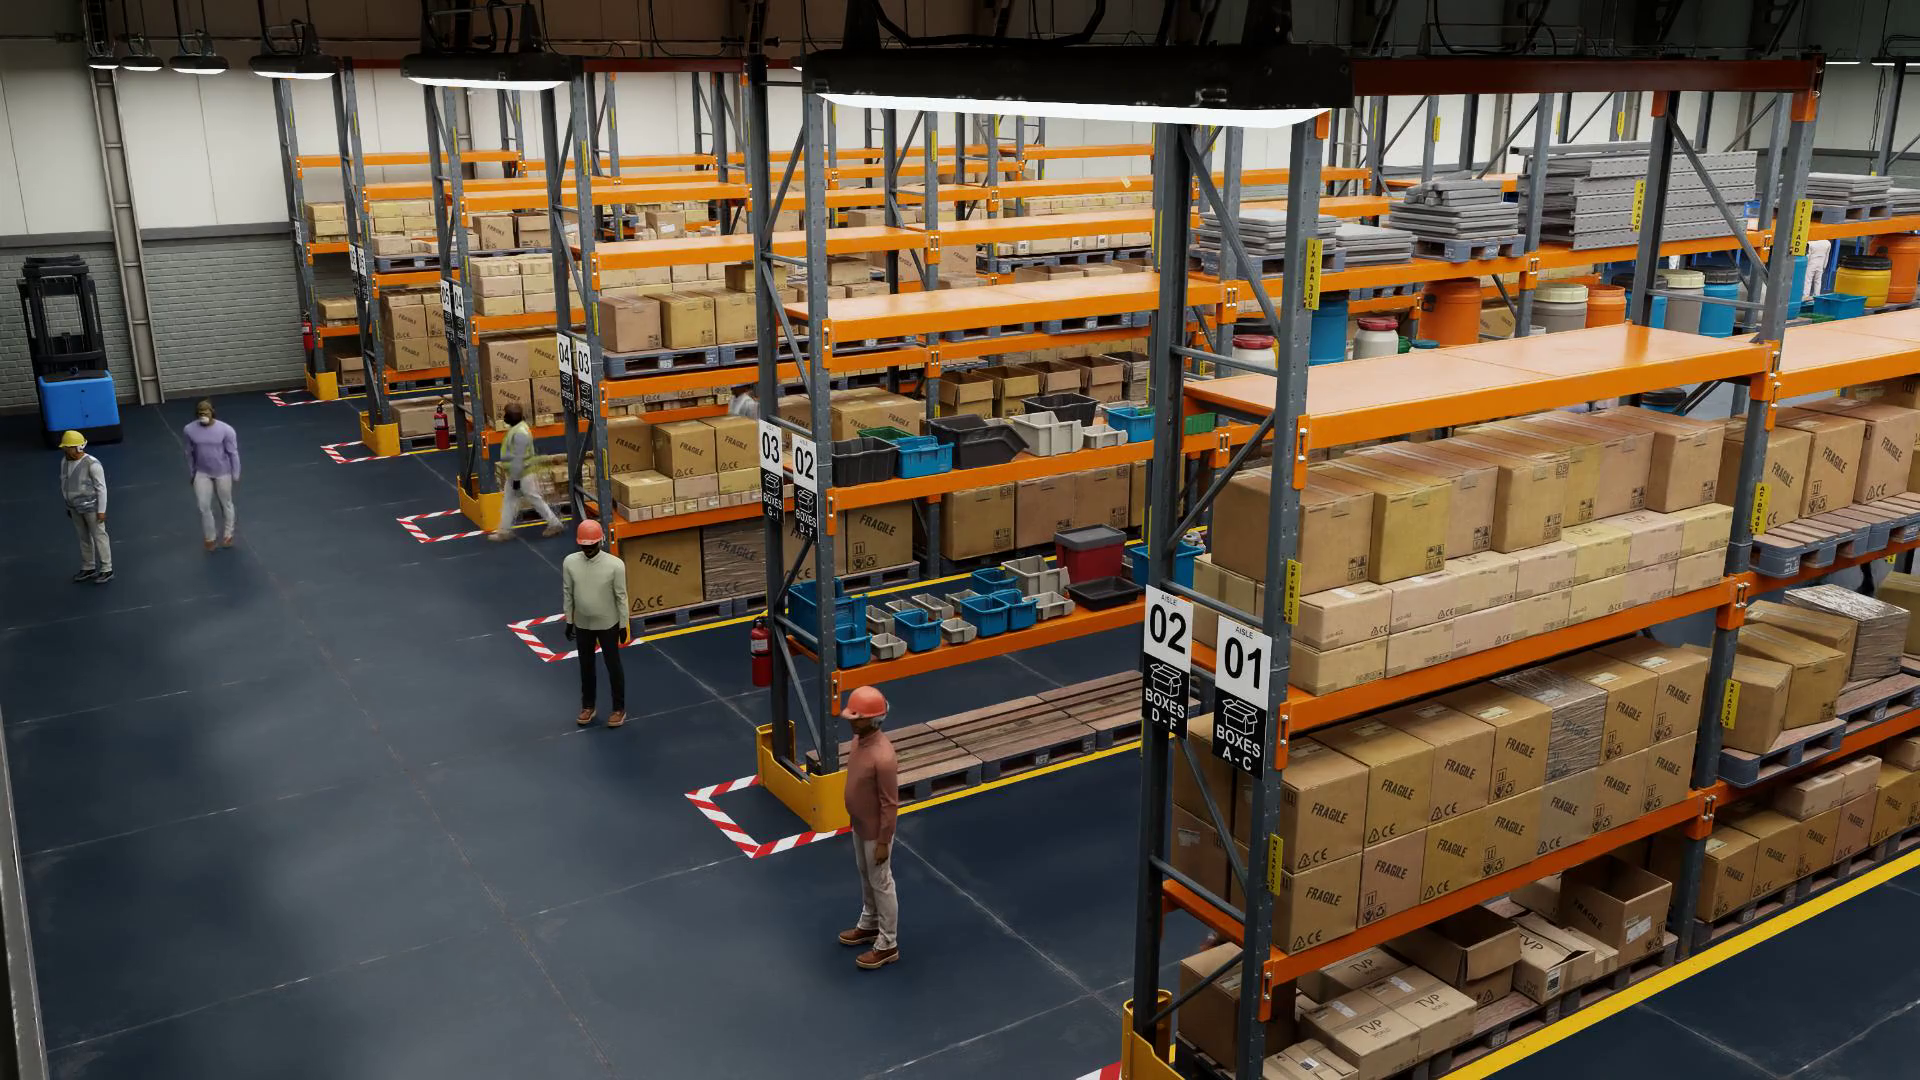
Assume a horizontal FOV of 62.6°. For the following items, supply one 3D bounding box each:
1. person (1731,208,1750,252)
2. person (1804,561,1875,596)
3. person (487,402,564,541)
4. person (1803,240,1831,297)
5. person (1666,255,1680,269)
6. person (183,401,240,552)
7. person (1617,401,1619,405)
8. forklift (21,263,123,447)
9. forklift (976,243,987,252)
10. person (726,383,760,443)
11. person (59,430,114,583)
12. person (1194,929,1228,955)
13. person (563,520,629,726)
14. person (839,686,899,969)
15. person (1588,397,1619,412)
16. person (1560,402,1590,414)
[{"bbox_3d":[25.037,-10.203,50.598,0.606,1.924,0.478,-9,19,-28],"label":"person"},{"bbox_3d":[10.144,-0.231,17.979,0.982,1.892,0.560,-3,17,-10],"label":"person"},{"bbox_3d":[-5.611,-0.885,20.266,0.938,1.807,0.629,-7,18,-21],"label":"person"},{"bbox_3d":[21.582,-6.926,39.892,0.651,1.907,0.409,-2,17,-6],"label":"person"},{"bbox_3d":[19.492,-7.825,42.955,0.625,1.841,0.429,-7,18,-22],"label":"person"},{"bbox_3d":[-9.356,-0.788,19.744,0.667,1.913,0.734,-2,17,-7],"label":"person"},{"bbox_3d":[8.549,-0.994,20.396,0.378,1.932,0.551,-14,22,-38],"label":"person"},{"bbox_3d":[-14.518,-3.079,25.708,1.129,2.768,1.873,-10,20,-31],"label":"forklift"},{"bbox_3d":[0.988,-5.474,34.718,1.214,2.155,2.313,-10,20,-31],"label":"forklift"},{"bbox_3d":[-2.981,-1.401,21.814,1.019,1.899,0.609,-10,20,-30],"label":"person"},{"bbox_3d":[-10.329,-0.400,18.617,0.589,1.835,0.404,7,18,21],"label":"person"},{"bbox_3d":[2.125,1.938,10.873,1.046,1.896,0.630,-11,20,-32],"label":"person"},{"bbox_3d":[-3.359,0.758,14.569,0.619,1.987,0.405,3,17,11],"label":"person"},{"bbox_3d":[-0.616,1.923,10.727,0.384,1.993,0.622,-7,18,-22],"label":"person"},{"bbox_3d":[9.587,-1.893,23.397,0.604,1.902,0.566,12,21,34],"label":"person"},{"bbox_3d":[8.420,-1.359,21.615,0.410,1.917,0.564,-4,17,-11],"label":"person"}]
